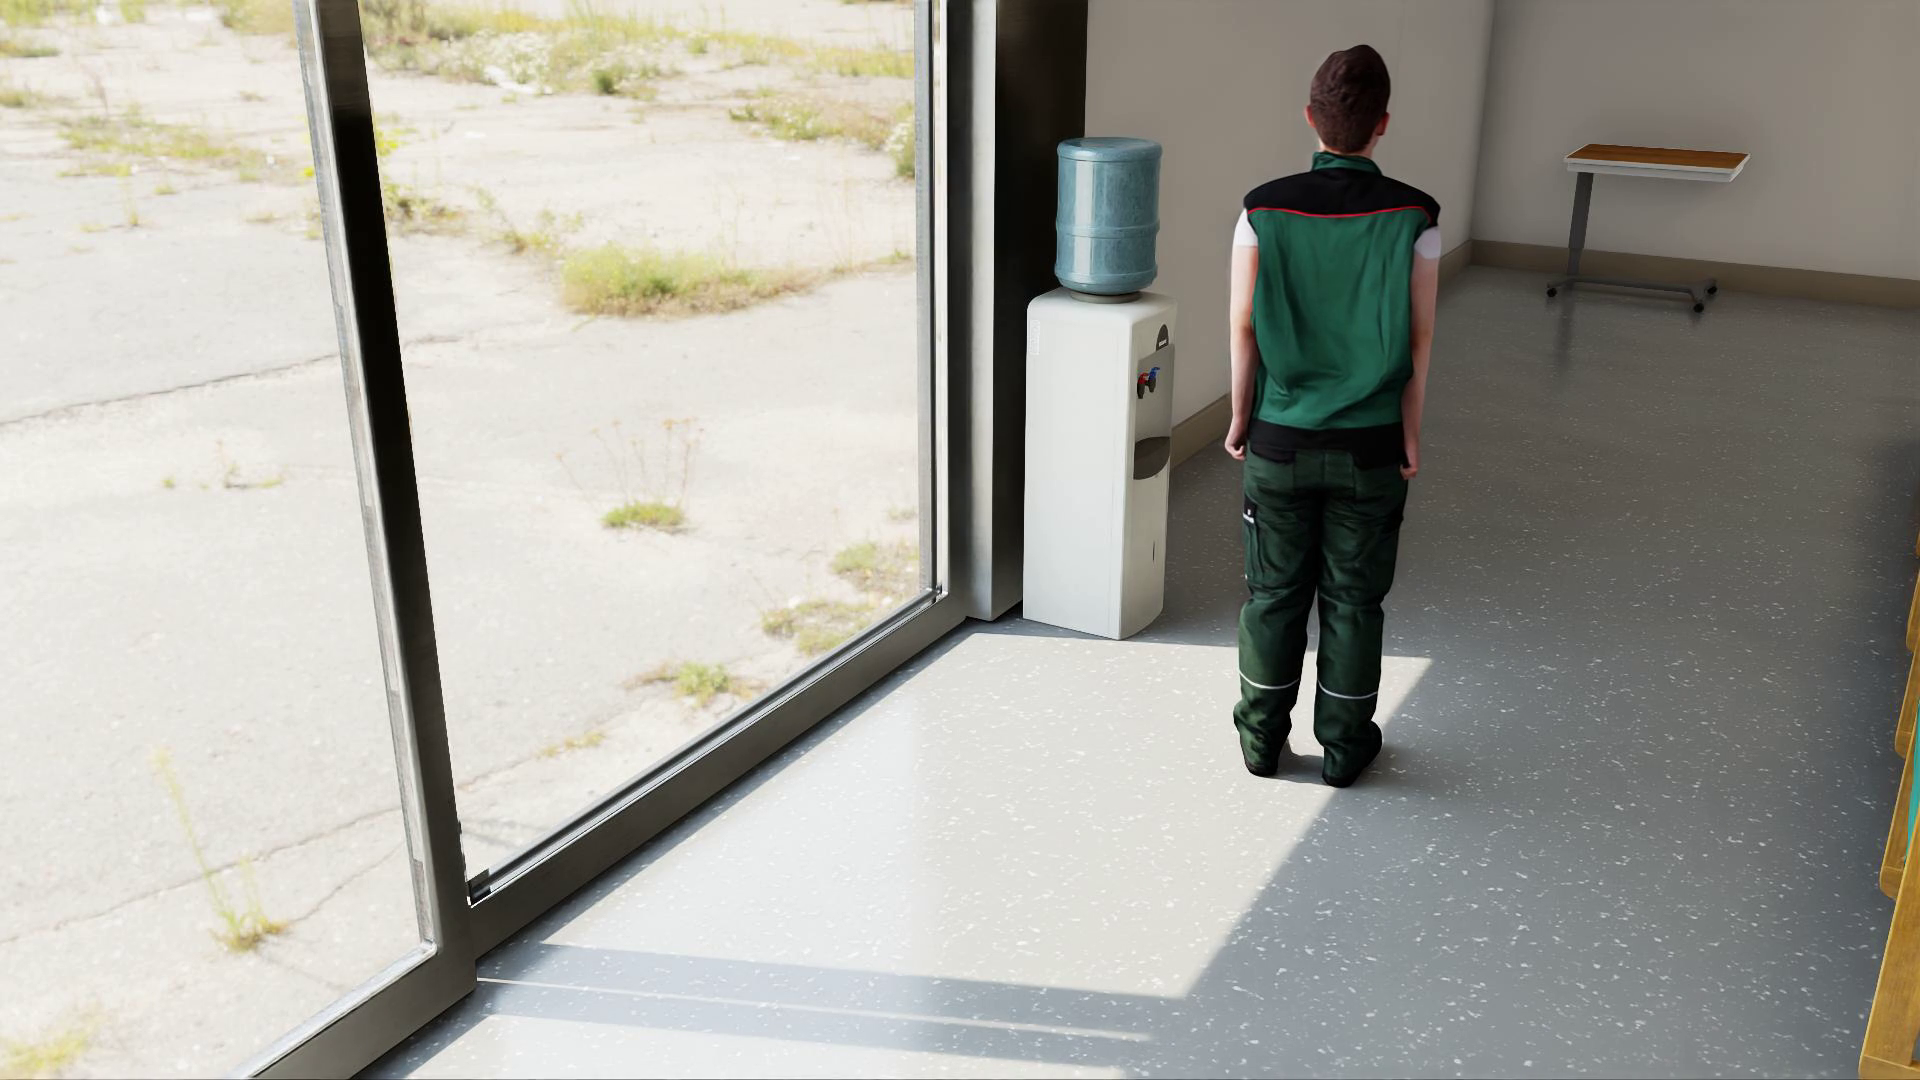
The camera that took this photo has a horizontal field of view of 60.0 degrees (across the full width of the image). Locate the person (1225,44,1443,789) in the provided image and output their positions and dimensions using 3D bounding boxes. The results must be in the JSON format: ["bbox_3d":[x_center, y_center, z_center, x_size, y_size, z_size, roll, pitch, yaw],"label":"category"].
[{"bbox_3d":[0.902,-0.268,4.093,0.607,1.843,0.750,6,22,16],"label":"person"}]
